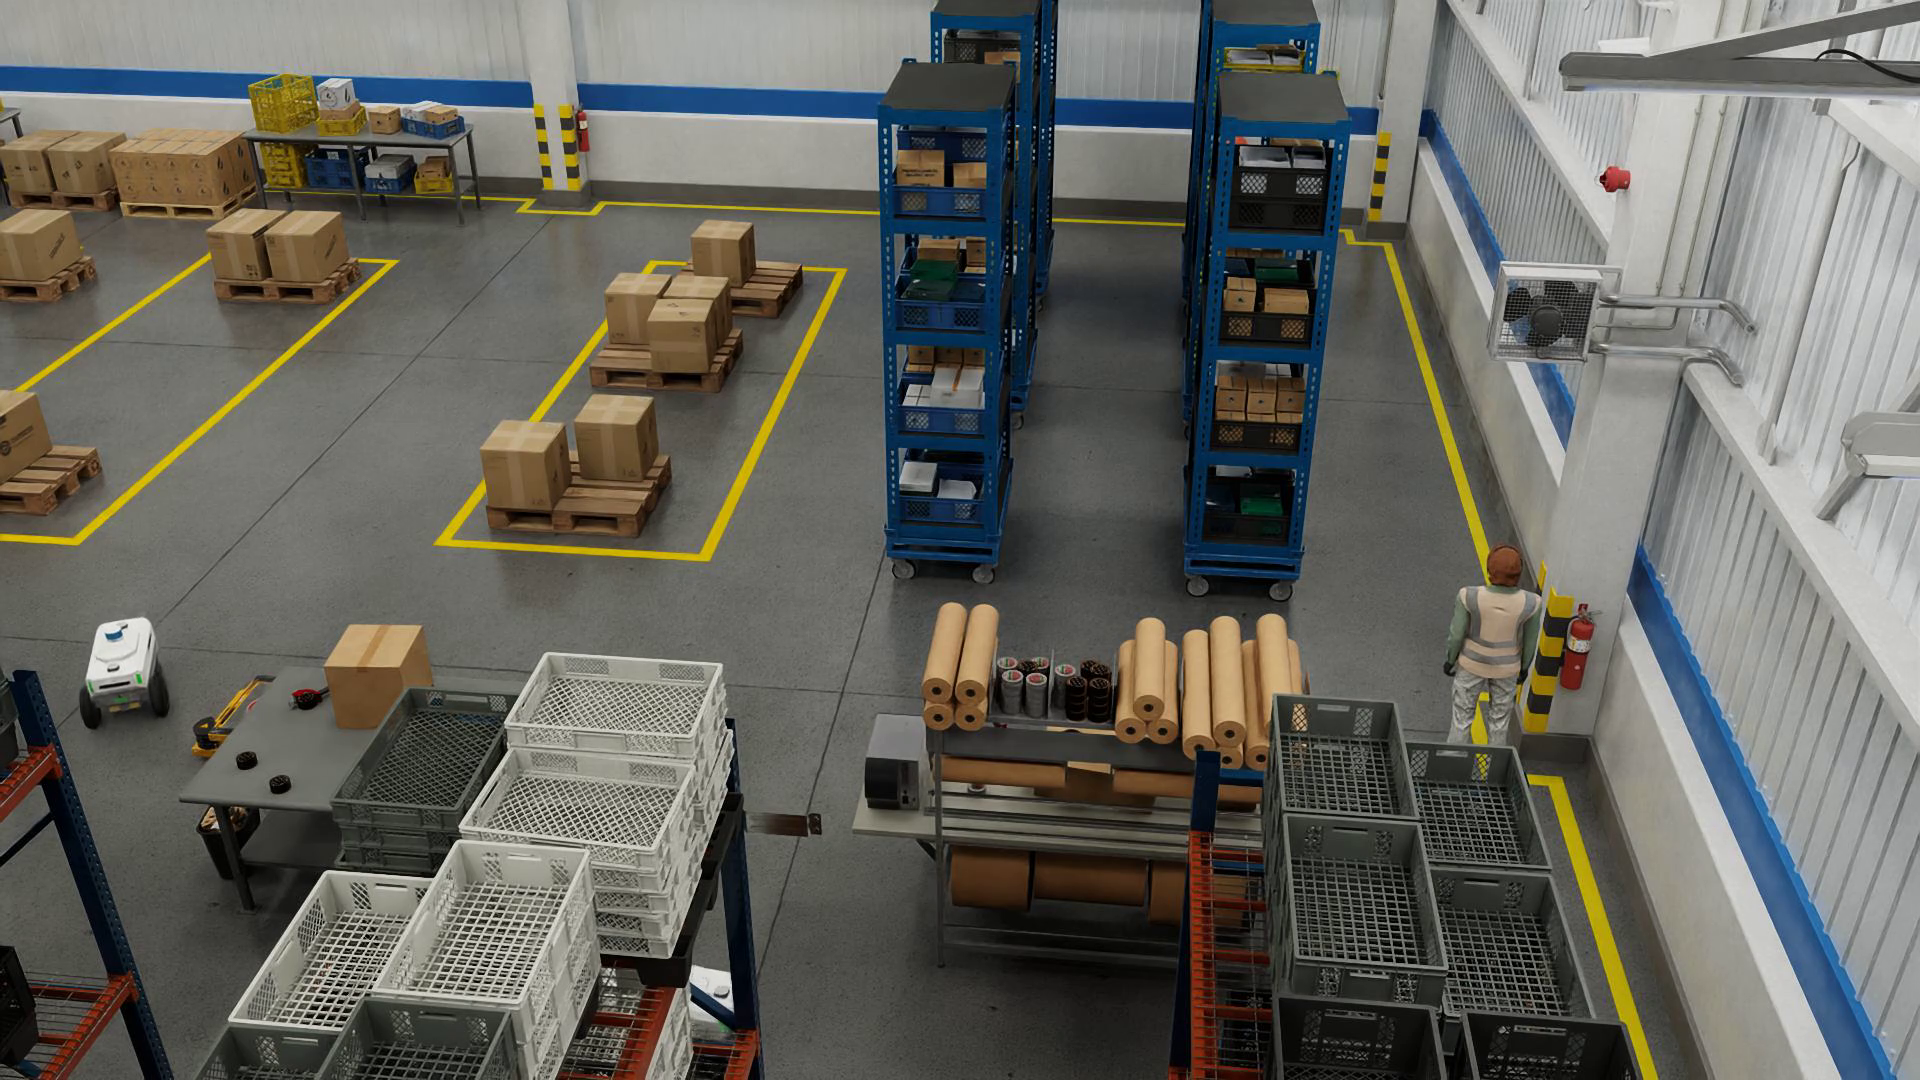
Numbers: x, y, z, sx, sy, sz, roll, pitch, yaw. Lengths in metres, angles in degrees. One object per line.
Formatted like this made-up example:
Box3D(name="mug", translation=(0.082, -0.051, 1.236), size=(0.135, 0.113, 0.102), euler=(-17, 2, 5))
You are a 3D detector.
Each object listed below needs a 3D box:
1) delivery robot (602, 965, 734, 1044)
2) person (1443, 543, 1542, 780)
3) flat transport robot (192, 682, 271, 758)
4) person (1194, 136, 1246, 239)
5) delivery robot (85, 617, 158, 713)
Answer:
Box3D(name="delivery robot", translation=(-1.433, 2.299, 8.327), size=(0.707, 0.478, 0.477), euler=(6, 31, 11))
Box3D(name="person", translation=(3.168, 0.760, 9.988), size=(0.513, 1.640, 0.309), euler=(5, 31, 9))
Box3D(name="flat transport robot", translation=(-4.089, 1.163, 10.648), size=(1.431, 0.197, 0.652), euler=(3, 30, 6))
Box3D(name="person", translation=(2.539, -2.896, 15.920), size=(0.613, 1.994, 0.395), euler=(15, 33, 24))
Box3D(name="delivery robot", translation=(-5.508, 0.786, 10.925), size=(0.477, 0.478, 0.707), euler=(-9, 32, -15))
